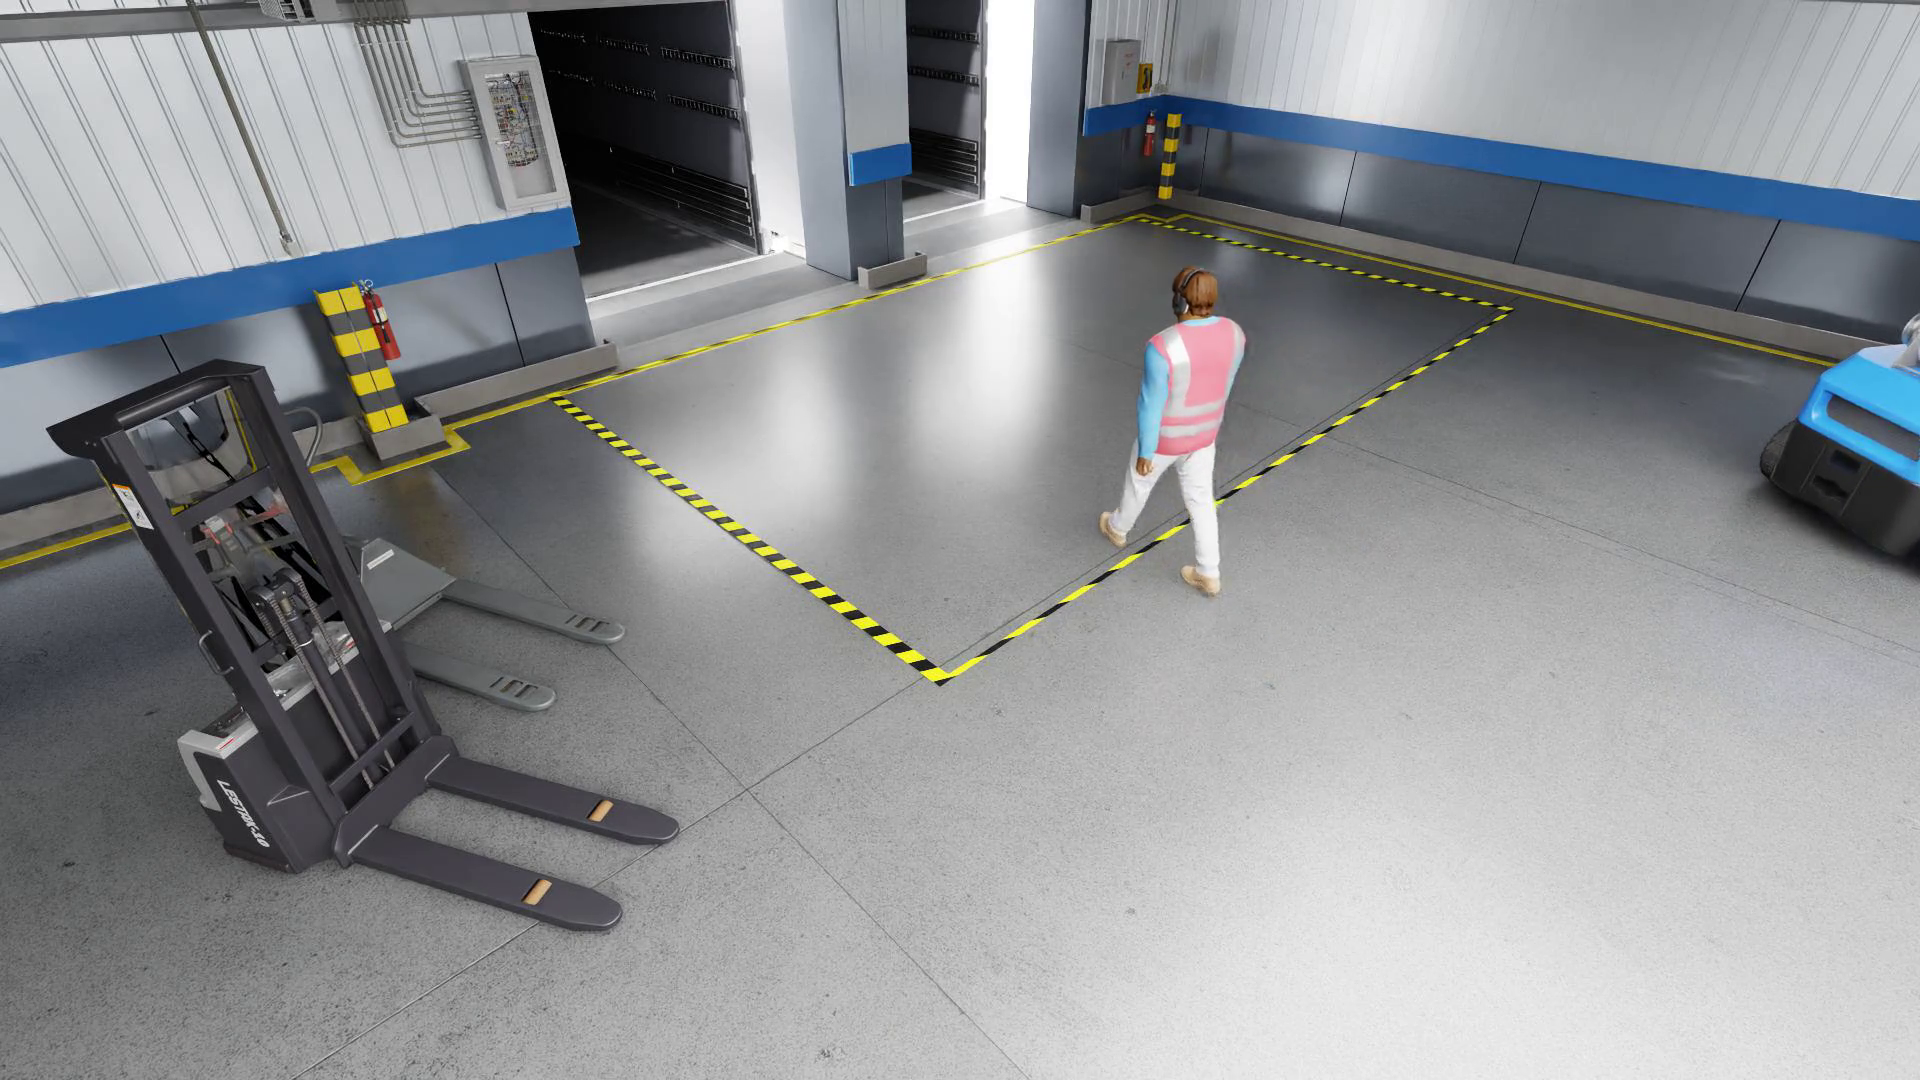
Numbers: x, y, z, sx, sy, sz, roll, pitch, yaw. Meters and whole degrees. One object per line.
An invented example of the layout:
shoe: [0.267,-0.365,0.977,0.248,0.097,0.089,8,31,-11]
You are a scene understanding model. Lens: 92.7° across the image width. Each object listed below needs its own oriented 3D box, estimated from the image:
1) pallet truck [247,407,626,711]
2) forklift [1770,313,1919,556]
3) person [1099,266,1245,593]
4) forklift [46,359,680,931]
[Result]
pallet truck: [-2.628,0.038,4.590,1.601,1.201,0.680,12,36,18]
forklift: [6.577,-1.045,5.194,2.680,2.036,1.157,-3,34,-5]
person: [1.190,-0.614,5.061,0.650,1.788,0.976,-15,37,-20]
forklift: [-2.135,0.422,3.354,1.885,1.965,0.823,10,35,14]
